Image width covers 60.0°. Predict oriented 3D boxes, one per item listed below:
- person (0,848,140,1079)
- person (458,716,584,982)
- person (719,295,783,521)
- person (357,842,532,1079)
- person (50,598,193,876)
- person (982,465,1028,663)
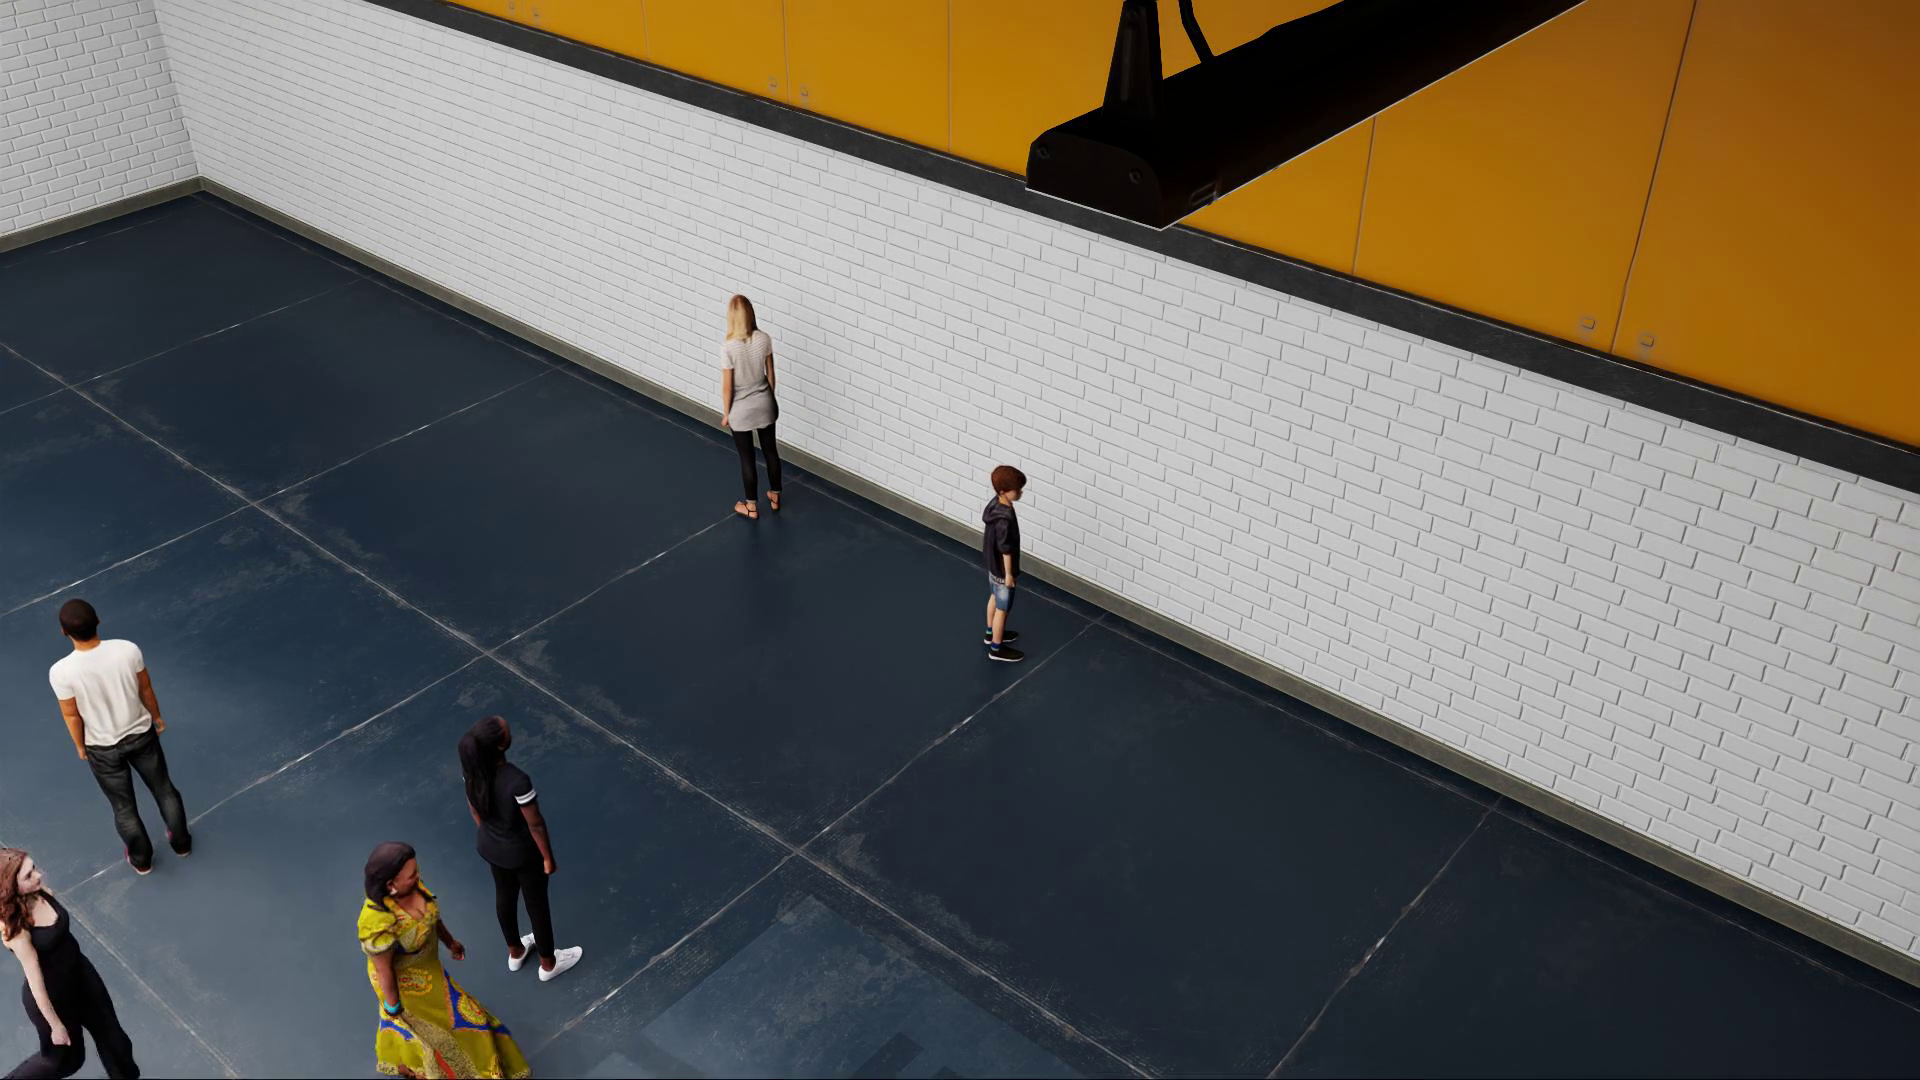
[{"bbox_3d":[-4.363,2.144,7.868,1.094,1.728,1.020,-4,34,-6],"label":"person"},{"bbox_3d":[-2.326,1.603,8.682,0.663,1.728,0.649,16,37,22],"label":"person"},{"bbox_3d":[-1.560,-0.988,12.495,0.570,1.821,0.727,-19,38,-26],"label":"person"},{"bbox_3d":[-2.739,2.101,8.026,1.181,1.635,1.129,-2,34,-2],"label":"person"},{"bbox_3d":[-4.734,1.111,9.366,0.507,1.801,0.705,-28,43,-35],"label":"person"},{"bbox_3d":[0.292,0.142,11.133,0.675,1.448,0.619,-4,34,-6],"label":"person"}]
